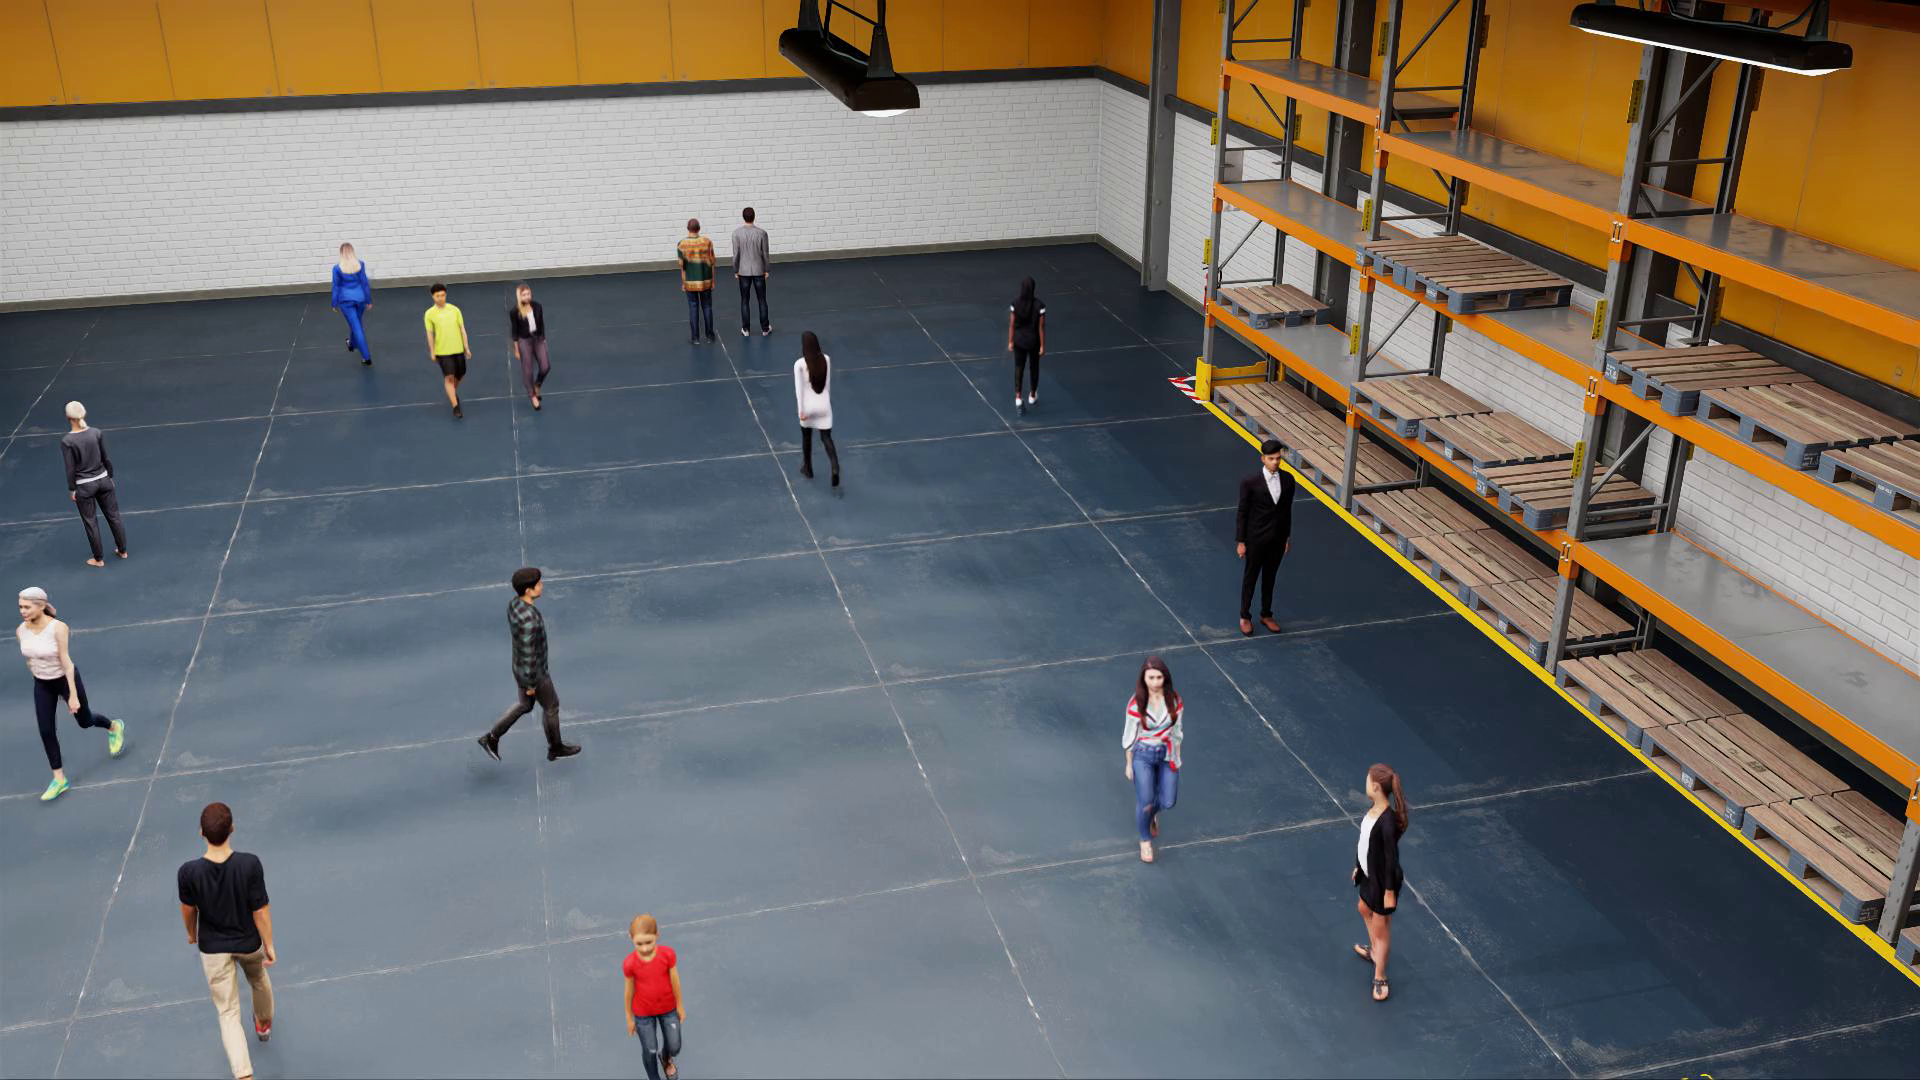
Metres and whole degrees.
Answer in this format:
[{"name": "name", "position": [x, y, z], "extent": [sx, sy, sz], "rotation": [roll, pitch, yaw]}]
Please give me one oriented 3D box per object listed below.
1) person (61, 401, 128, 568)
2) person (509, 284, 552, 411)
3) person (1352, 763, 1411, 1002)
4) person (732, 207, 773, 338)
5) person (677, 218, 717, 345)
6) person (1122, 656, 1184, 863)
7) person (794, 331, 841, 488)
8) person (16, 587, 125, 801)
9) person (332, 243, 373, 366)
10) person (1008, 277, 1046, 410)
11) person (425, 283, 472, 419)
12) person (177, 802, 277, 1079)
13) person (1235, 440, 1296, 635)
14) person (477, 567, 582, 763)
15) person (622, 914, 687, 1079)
[{"name": "person", "position": [-8.758, -0.584, 16.774], "extent": [0.712, 1.727, 0.681], "rotation": [17, 29, 34]}, {"name": "person", "position": [-5.503, -2.473, 21.178], "extent": [0.705, 1.659, 0.737], "rotation": [-17, 29, -34]}, {"name": "person", "position": [2.732, 2.191, 10.664], "extent": [0.802, 1.534, 0.553], "rotation": [-7, 24, -15]}, {"name": "person", "position": [-3.031, -3.905, 24.190], "extent": [0.722, 1.871, 0.629], "rotation": [-2, 24, -6]}, {"name": "person", "position": [-3.753, -3.711, 23.827], "extent": [0.708, 1.807, 0.667], "rotation": [-4, 24, -9]}, {"name": "person", "position": [1.386, 1.547, 12.054], "extent": [0.649, 1.602, 0.708], "rotation": [-3, 24, -6]}, {"name": "person", "position": [-1.586, -1.442, 18.666], "extent": [0.734, 1.782, 1.169], "rotation": [-11, 26, -23]}, {"name": "person", "position": [-6.948, 1.118, 12.946], "extent": [0.893, 1.672, 1.198], "rotation": [3, 24, 7]}, {"name": "person", "position": [-8.297, -3.193, 22.844], "extent": [0.990, 1.645, 1.266], "rotation": [-19, 30, -36]}, {"name": "person", "position": [0.834, -2.479, 21.125], "extent": [0.901, 1.713, 1.093], "rotation": [4, 24, 10]}, {"name": "person", "position": [-6.483, -2.430, 21.055], "extent": [0.858, 1.679, 1.142], "rotation": [-15, 28, -31]}, {"name": "person", "position": [-4.258, 2.443, 9.738], "extent": [0.829, 1.815, 1.246], "rotation": [-13, 27, -27]}, {"name": "person", "position": [2.813, -0.048, 15.351], "extent": [0.688, 1.884, 0.529], "rotation": [-6, 24, -13]}, {"name": "person", "position": [-3.447, 1.006, 13.008], "extent": [0.883, 1.691, 1.046], "rotation": [-13, 27, -27]}, {"name": "person", "position": [-1.794, 2.717, 9.759], "extent": [0.484, 1.297, 0.554], "rotation": [-6, 24, -14]}]
